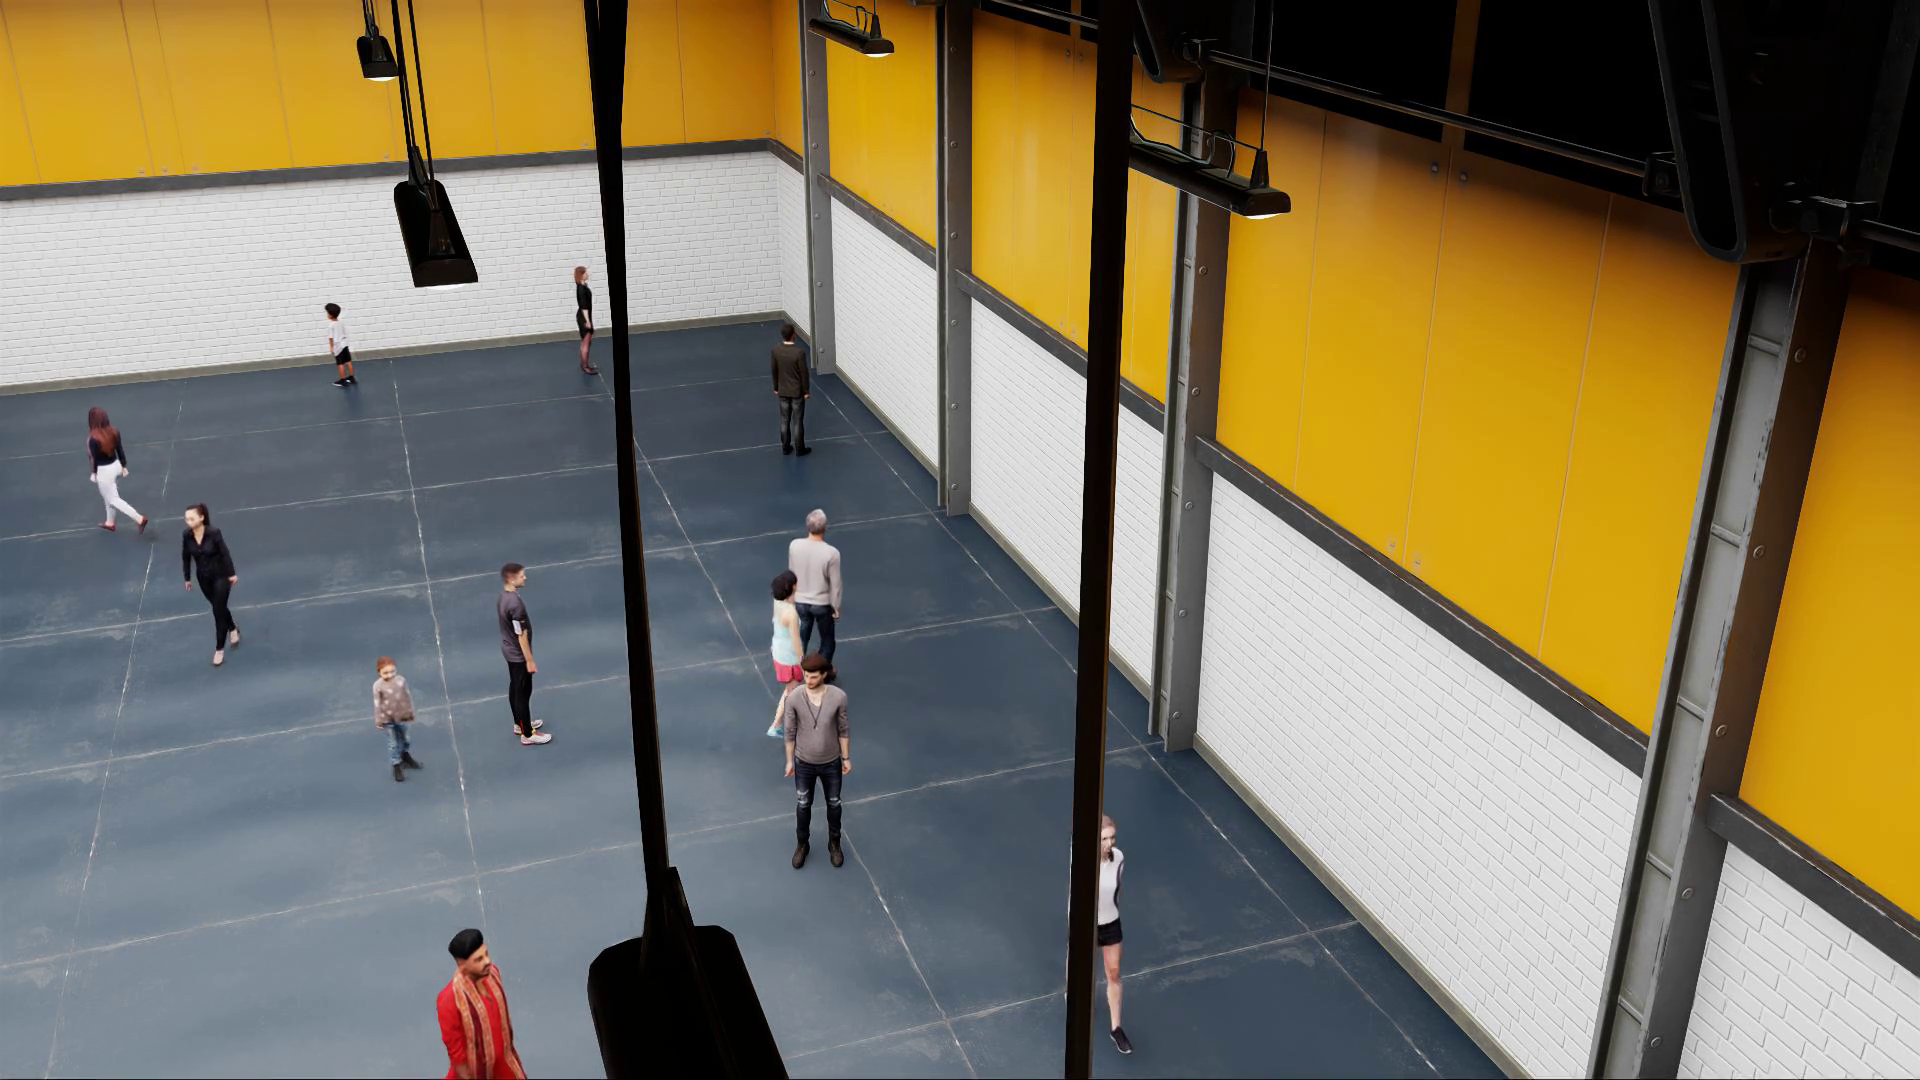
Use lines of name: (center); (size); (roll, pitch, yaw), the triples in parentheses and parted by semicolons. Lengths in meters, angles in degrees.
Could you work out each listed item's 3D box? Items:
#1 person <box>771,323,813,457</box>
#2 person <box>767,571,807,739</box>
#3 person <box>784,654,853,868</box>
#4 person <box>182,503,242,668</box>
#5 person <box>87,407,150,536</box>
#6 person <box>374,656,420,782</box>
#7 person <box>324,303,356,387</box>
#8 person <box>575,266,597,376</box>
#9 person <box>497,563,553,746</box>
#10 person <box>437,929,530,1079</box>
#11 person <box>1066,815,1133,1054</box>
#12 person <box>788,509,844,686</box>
person: (-2.252, -2.008, 22.175); (0.746, 1.802, 0.778); (8, 25, 18)
person: (-1.628, 1.099, 15.114); (0.740, 1.765, 0.632); (-7, 25, -16)
person: (-1.147, 1.756, 13.439); (0.745, 1.902, 0.677); (-1, 24, -3)
person: (-7.527, 0.392, 16.854); (0.849, 1.668, 1.054); (1, 24, 3)
person: (-10.005, -0.773, 19.630); (1.013, 1.578, 1.053); (6, 24, 14)
person: (-5.025, 1.558, 14.779); (0.526, 1.191, 0.591); (-13, 27, -28)
person: (-9.329, -2.945, 25.004); (0.624, 1.253, 0.560); (9, 25, 20)
person: (-5.744, -3.379, 25.442); (0.693, 1.698, 0.495); (-7, 25, -16)
person: (-4.055, 1.032, 15.271); (0.715, 1.762, 0.513); (-11, 26, -24)
person: (-3.038, 3.199, 10.207); (1.255, 1.846, 1.136); (13, 27, 27)
person: (0.905, 2.658, 11.590); (0.581, 1.731, 0.930); (-8, 25, -17)
person: (-1.436, 0.647, 15.994); (1.103, 1.887, 1.216); (7, 25, 16)
